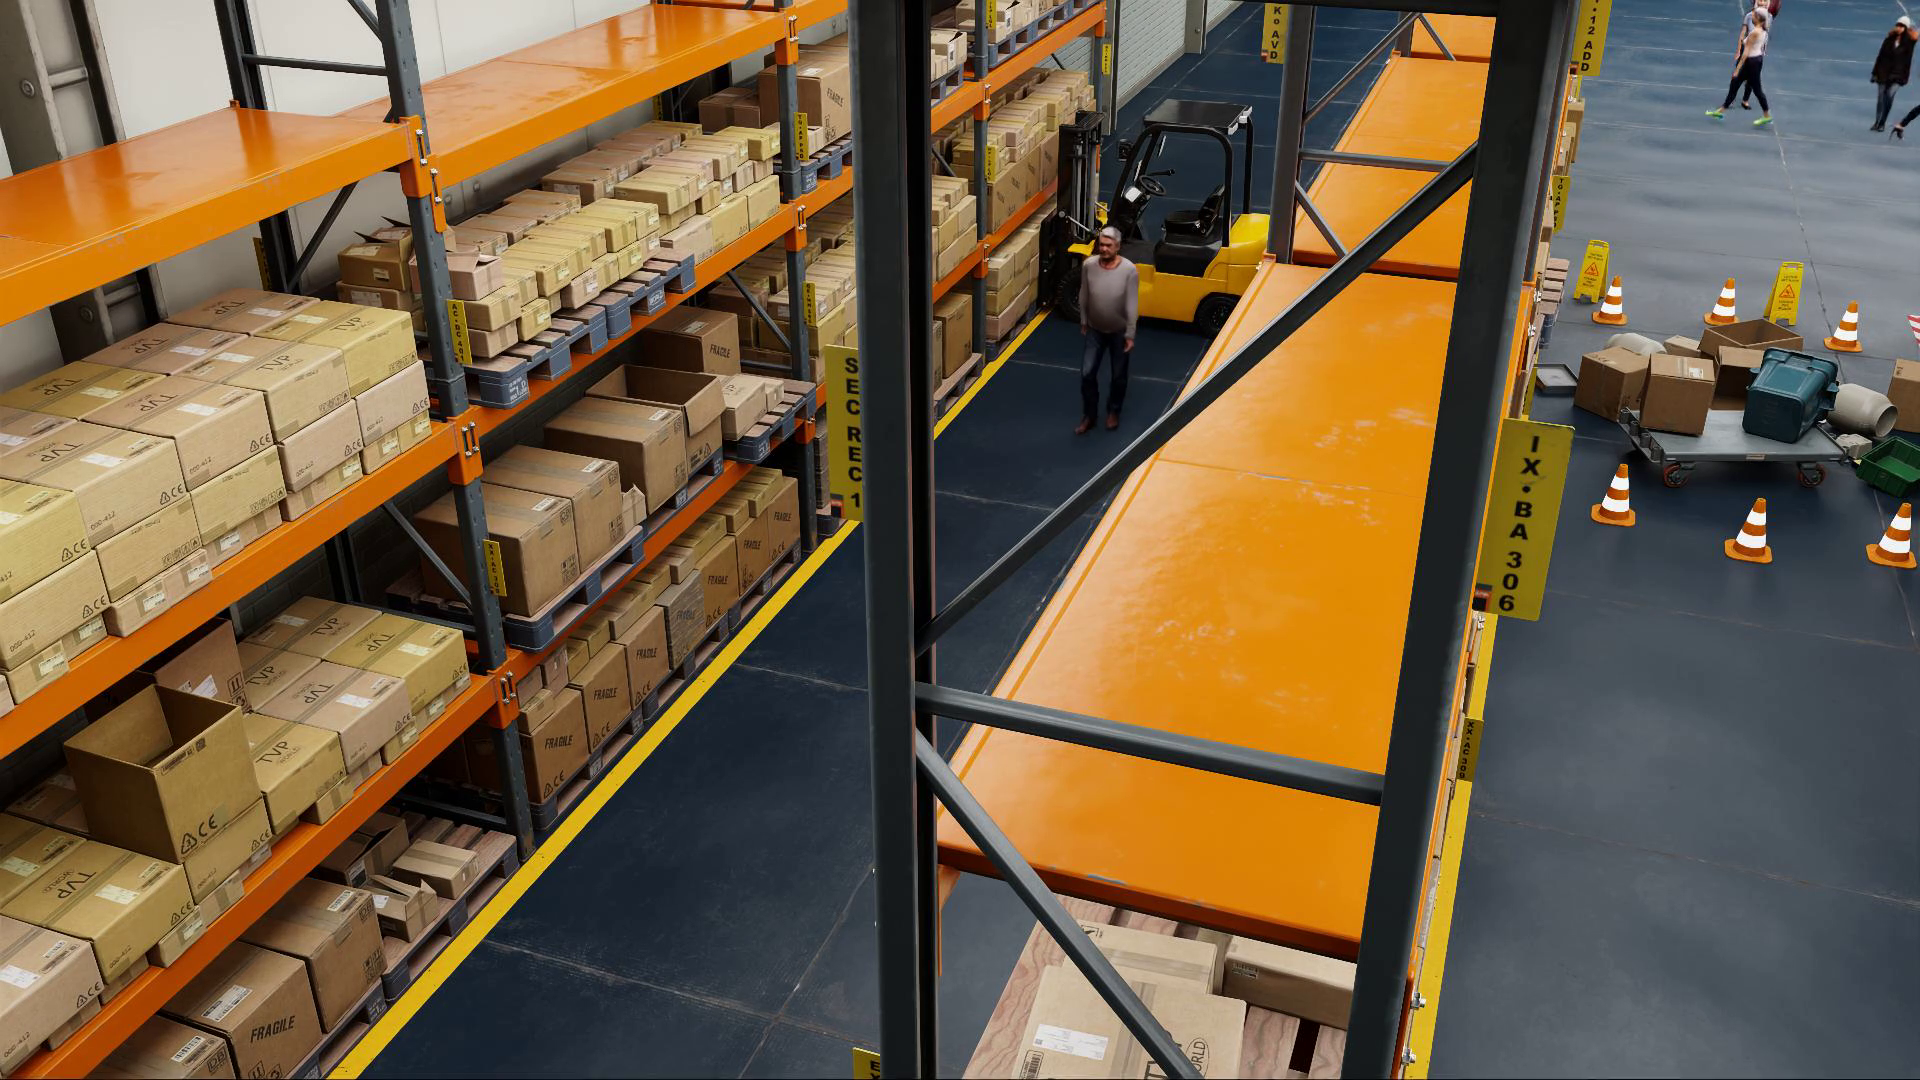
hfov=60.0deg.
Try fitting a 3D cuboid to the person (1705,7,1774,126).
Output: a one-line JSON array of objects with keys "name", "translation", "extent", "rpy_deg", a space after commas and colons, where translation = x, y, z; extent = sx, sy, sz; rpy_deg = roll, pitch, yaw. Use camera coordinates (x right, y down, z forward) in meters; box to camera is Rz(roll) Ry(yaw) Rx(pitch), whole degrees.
[{"name": "person", "translation": [11.665, -6.866, 24.307], "extent": [0.945, 1.647, 1.212], "rpy_deg": [21, 34, 34]}]

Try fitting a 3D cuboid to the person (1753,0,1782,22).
[{"name": "person", "translation": [14.622, -9.962, 30.143], "extent": [0.740, 1.627, 0.773], "rpy_deg": [1, 28, 1]}]

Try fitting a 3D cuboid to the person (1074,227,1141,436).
[{"name": "person", "translation": [1.349, -1.881, 14.693], "extent": [0.745, 1.885, 0.827], "rpy_deg": [10, 30, 18]}]

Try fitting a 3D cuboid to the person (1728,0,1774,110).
[{"name": "person", "translation": [12.057, -7.453, 25.330], "extent": [0.629, 1.722, 0.571], "rpy_deg": [4, 28, 7]}]

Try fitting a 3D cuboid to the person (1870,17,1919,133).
[{"name": "person", "translation": [13.548, -6.762, 24.139], "extent": [0.748, 1.622, 0.730], "rpy_deg": [-25, 37, -38]}]
